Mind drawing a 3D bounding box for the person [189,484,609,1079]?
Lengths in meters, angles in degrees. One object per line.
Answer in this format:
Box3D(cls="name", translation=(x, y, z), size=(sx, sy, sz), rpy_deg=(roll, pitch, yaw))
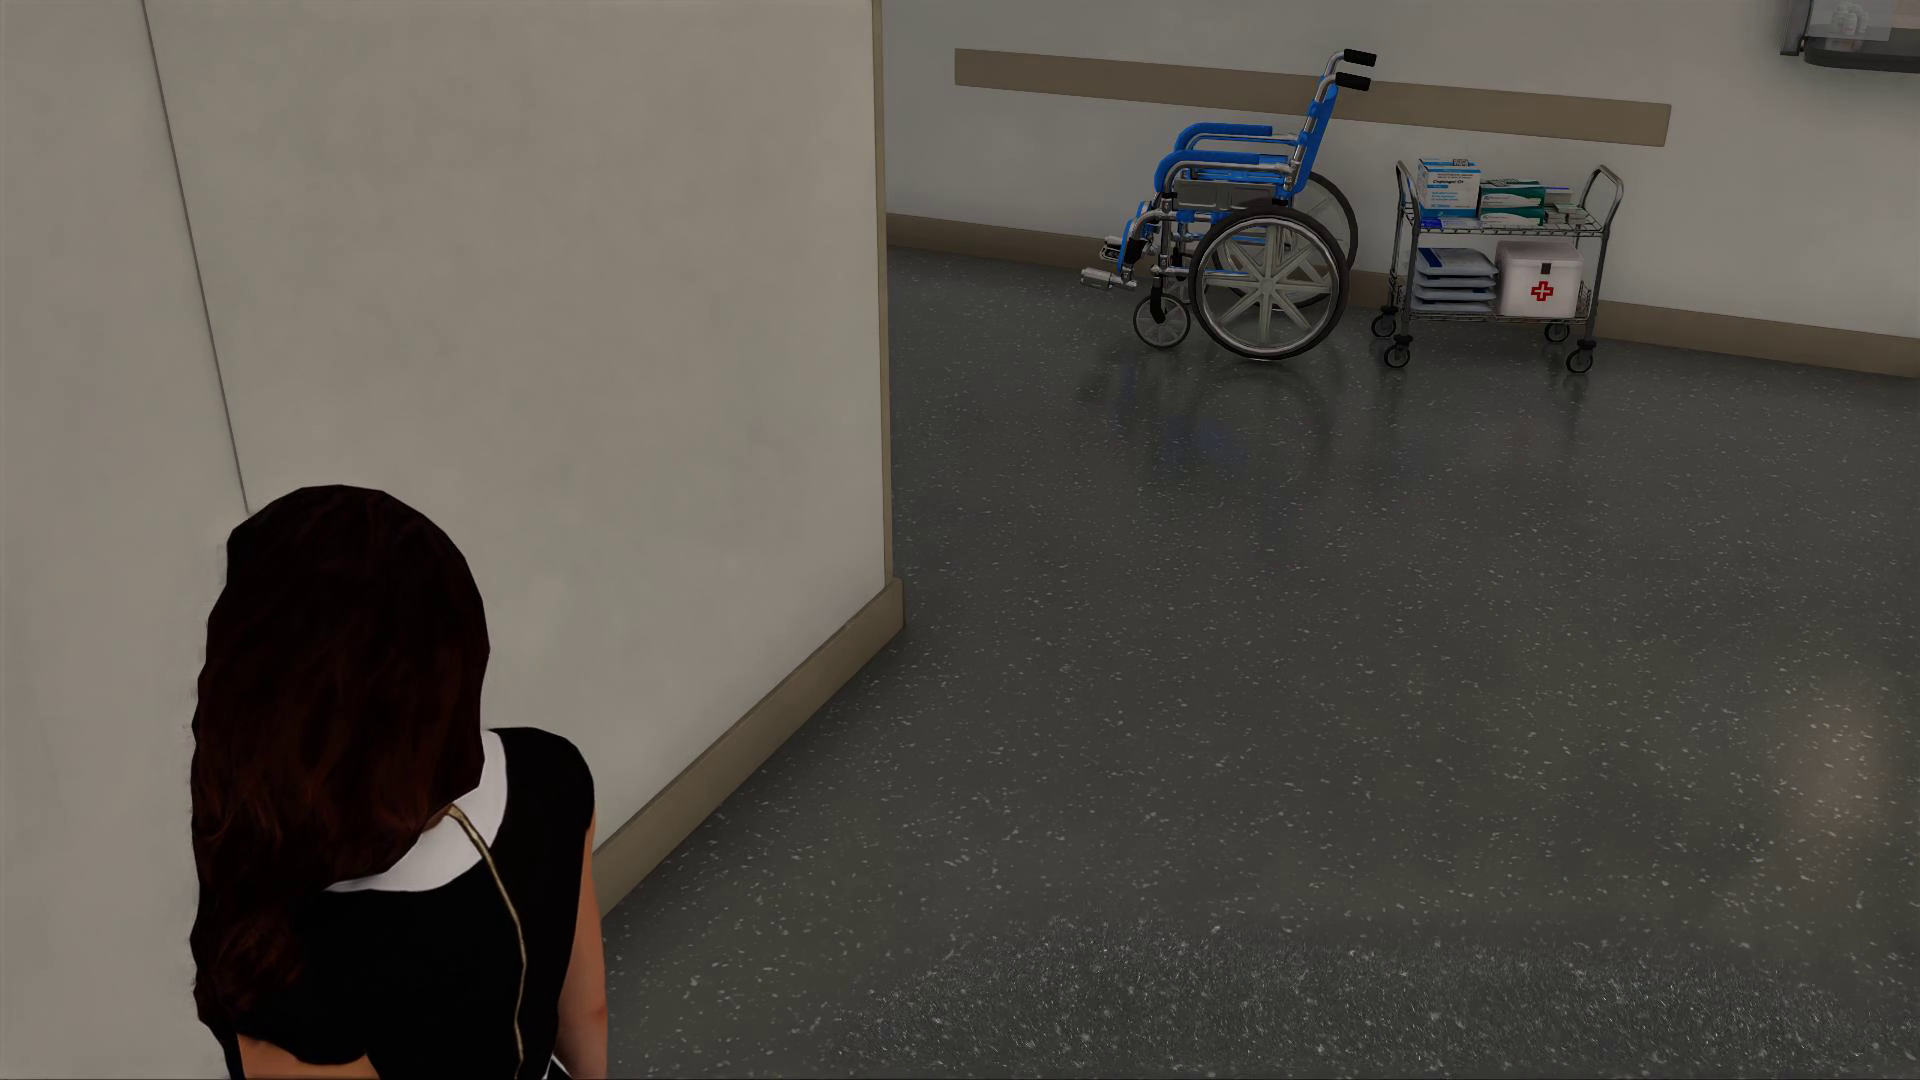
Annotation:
Box3D(cls="person", translation=(-0.463, 0.771, 1.639), size=(0.651, 1.795, 0.438), rpy_deg=(9, 27, 19))
